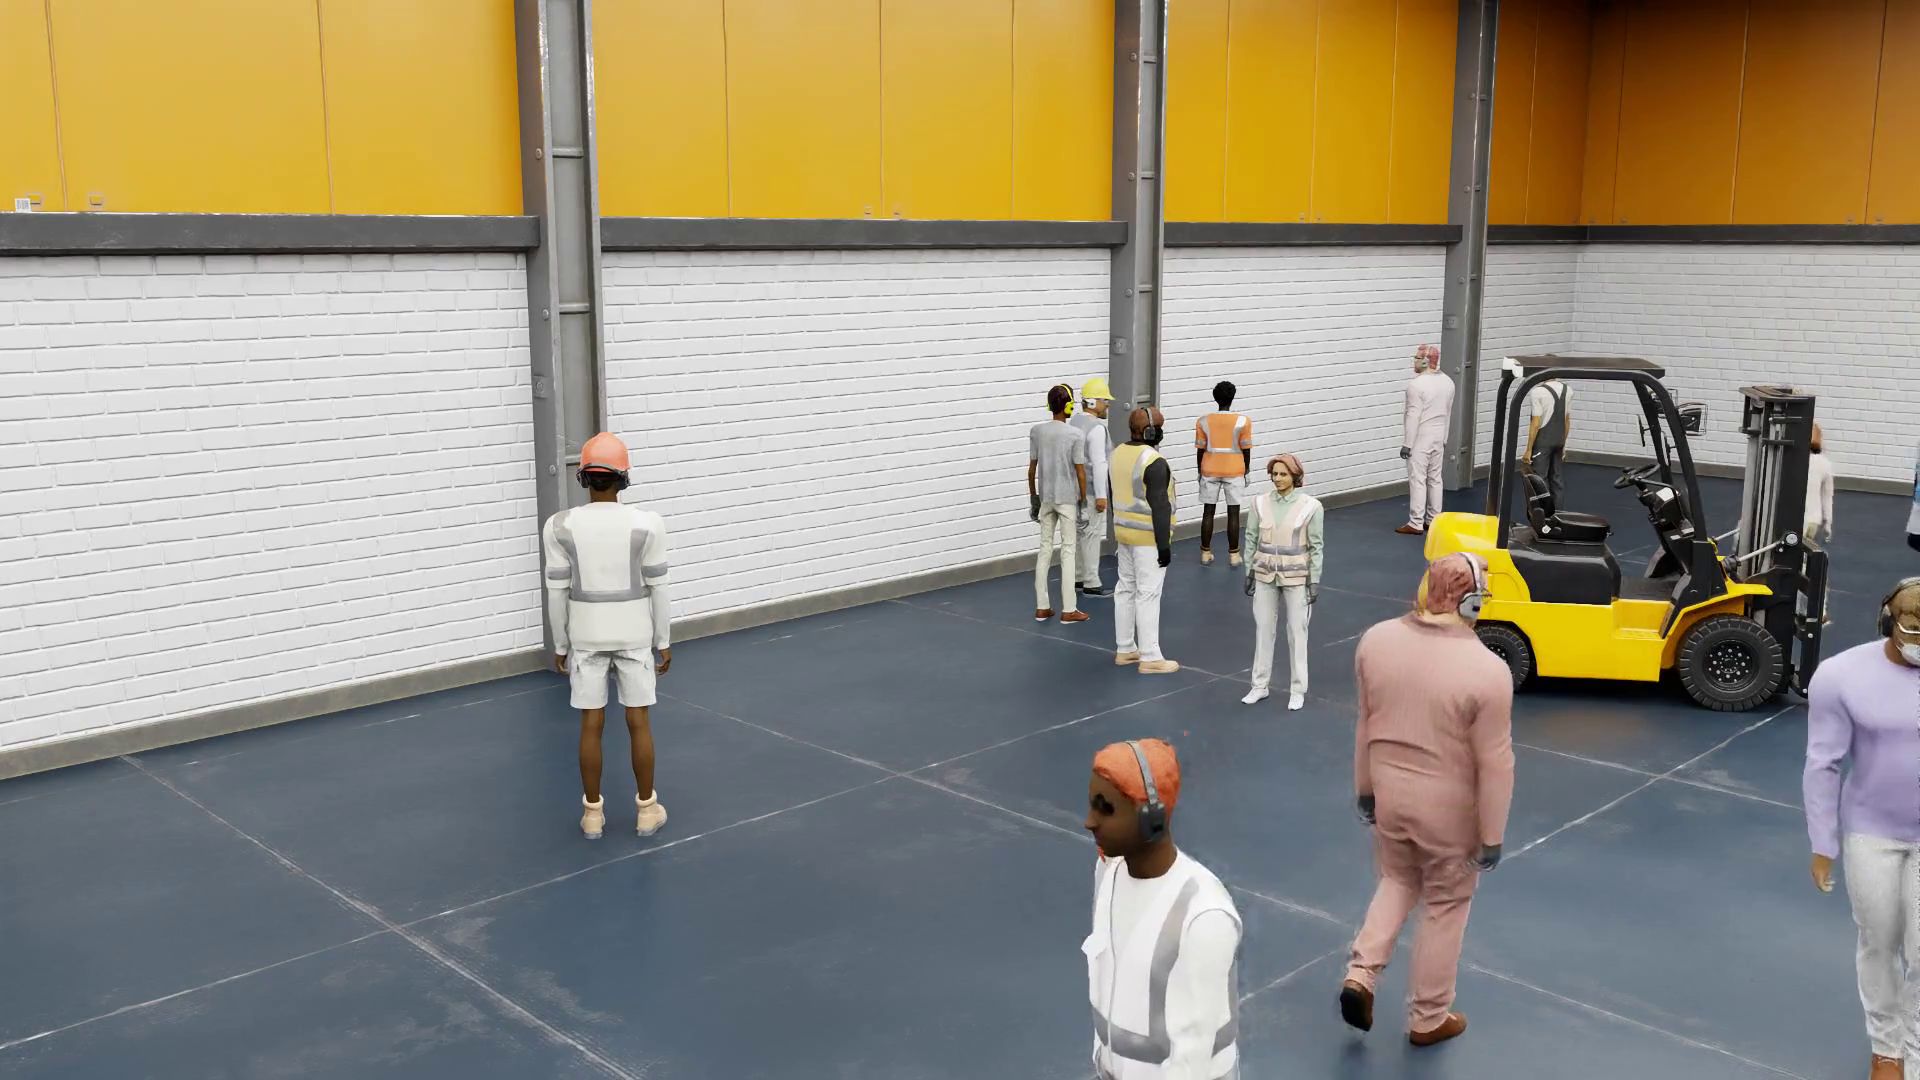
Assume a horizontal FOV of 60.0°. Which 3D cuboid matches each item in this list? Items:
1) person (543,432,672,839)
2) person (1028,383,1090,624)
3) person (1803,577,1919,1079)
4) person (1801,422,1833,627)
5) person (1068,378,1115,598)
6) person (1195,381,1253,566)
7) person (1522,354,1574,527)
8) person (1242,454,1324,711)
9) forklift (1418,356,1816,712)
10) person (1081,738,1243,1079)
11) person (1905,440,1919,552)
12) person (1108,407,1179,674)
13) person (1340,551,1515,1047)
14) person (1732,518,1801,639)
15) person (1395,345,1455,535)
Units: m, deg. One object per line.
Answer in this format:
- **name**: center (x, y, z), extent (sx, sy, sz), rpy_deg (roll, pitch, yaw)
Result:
- **person**: center (-1.743, 0.483, 8.305), extent (0.607, 2.044, 0.372), rpy_deg (-1, 10, -6)
- **person**: center (0.776, -0.283, 12.952), extent (0.531, 1.870, 0.318), rpy_deg (7, 12, 32)
- **person**: center (3.199, 1.043, 5.646), extent (0.650, 1.895, 0.692), rpy_deg (6, 12, 29)
- **person**: center (6.442, -0.108, 12.747), extent (0.583, 1.594, 0.688), rpy_deg (-4, 11, -20)
- **person**: center (1.094, -0.438, 13.911), extent (0.404, 1.829, 0.591), rpy_deg (-3, 11, -18)
- **person**: center (2.403, -0.604, 15.199), extent (0.532, 1.694, 0.320), rpy_deg (4, 11, 22)
- **person**: center (5.809, -0.919, 16.493), extent (0.505, 1.846, 0.346), rpy_deg (-5, 11, -25)
- **person**: center (2.055, 0.259, 10.612), extent (0.521, 1.645, 0.307), rpy_deg (6, 12, 30)
- **forklift**: center (4.276, -0.101, 11.076), extent (2.313, 2.155, 1.214), rpy_deg (2, 11, 13)
- **person**: center (0.431, 1.378, 4.011), extent (1.013, 1.825, 0.594), rpy_deg (-6, 12, -28)
- **person**: center (8.018, -0.302, 13.546), extent (0.548, 1.680, 0.534), rpy_deg (-3, 11, -17)
- **person**: center (1.277, -0.004, 11.510), extent (0.429, 1.844, 0.626), rpy_deg (-5, 12, -27)
- **person**: center (1.702, 0.969, 6.082), extent (0.490, 1.884, 0.662), rpy_deg (-9, 14, -40)
- **person**: center (5.972, -0.177, 12.344), extent (0.723, 1.903, 0.617), rpy_deg (0, 10, -2)
- **person**: center (4.675, -1.007, 16.796), extent (0.652, 1.908, 0.409), rpy_deg (-8, 13, -37)
